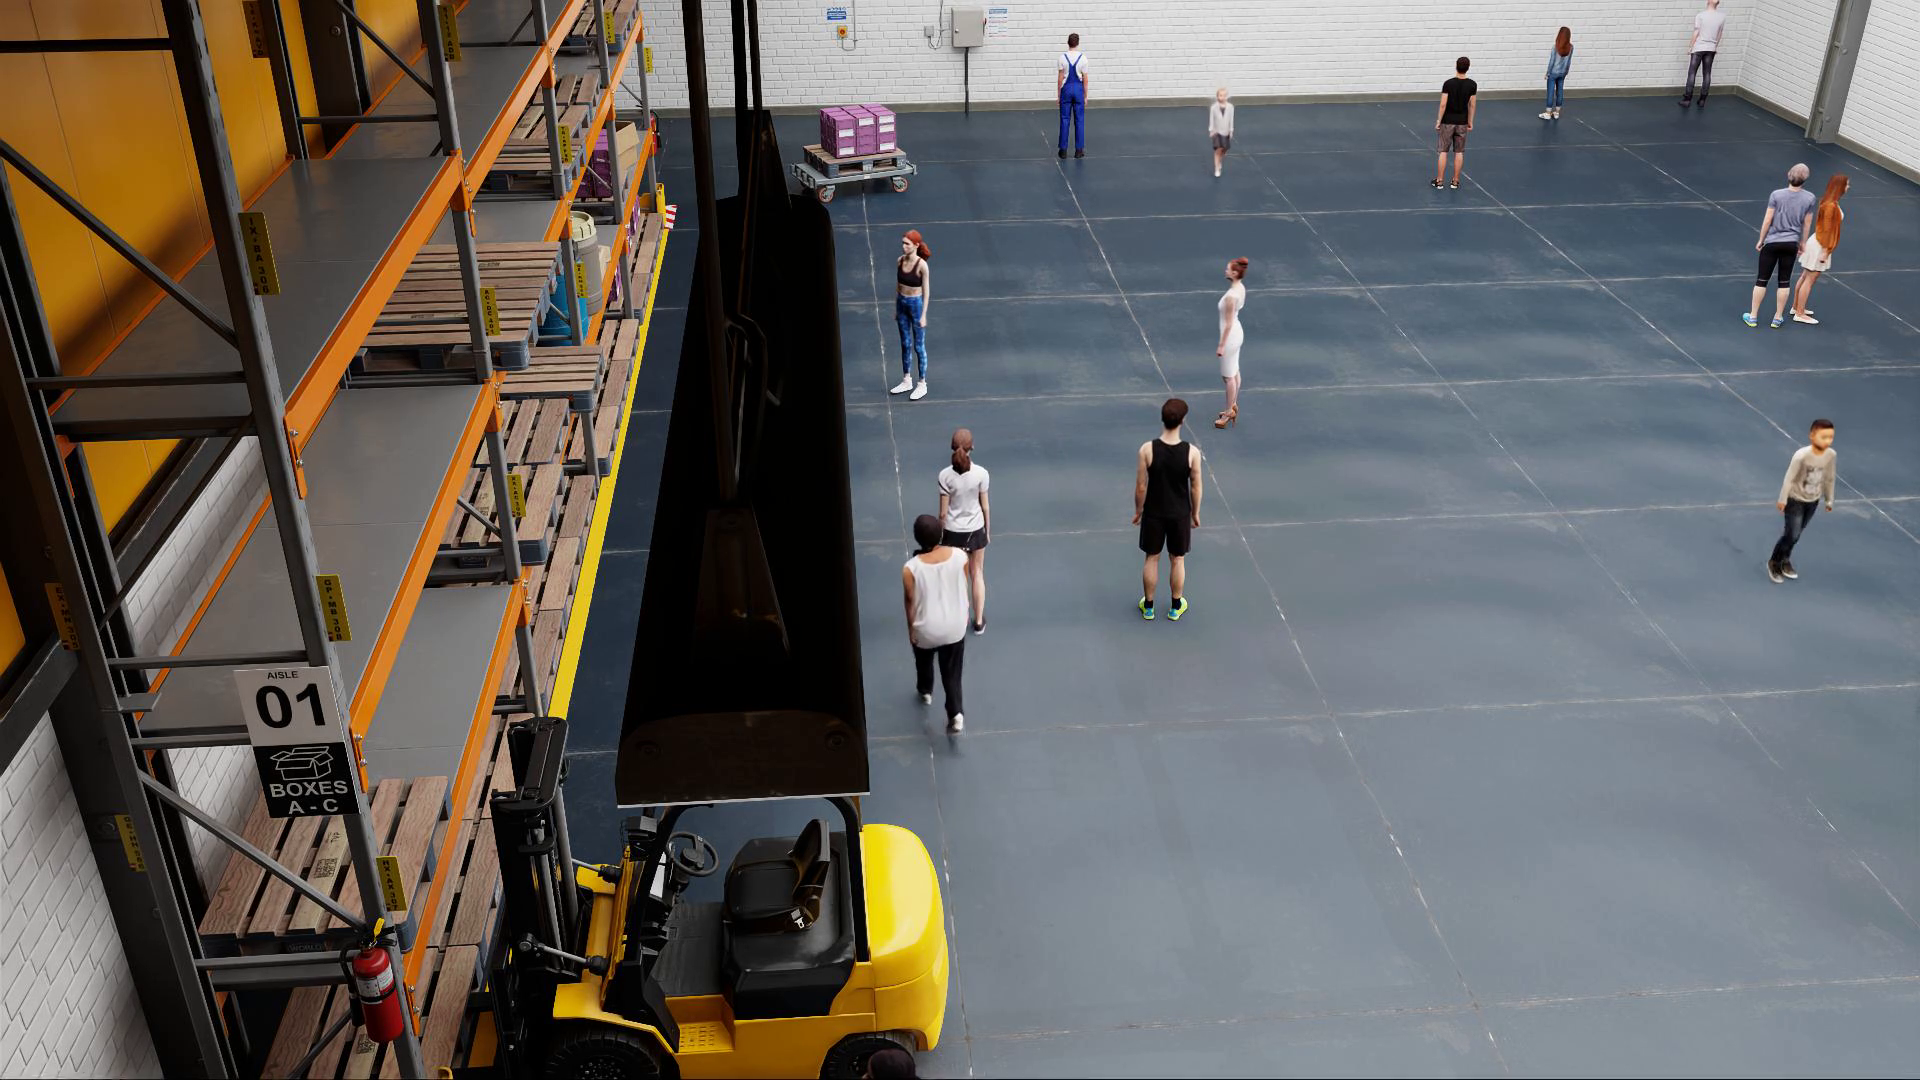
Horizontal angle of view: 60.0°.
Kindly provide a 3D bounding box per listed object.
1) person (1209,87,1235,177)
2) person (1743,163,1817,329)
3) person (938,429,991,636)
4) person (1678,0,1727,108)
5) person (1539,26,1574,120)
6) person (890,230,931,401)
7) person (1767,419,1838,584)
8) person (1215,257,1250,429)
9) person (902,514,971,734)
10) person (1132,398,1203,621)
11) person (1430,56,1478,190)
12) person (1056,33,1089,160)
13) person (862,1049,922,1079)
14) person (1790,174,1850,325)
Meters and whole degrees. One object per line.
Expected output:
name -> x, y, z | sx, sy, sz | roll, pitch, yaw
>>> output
person -> 3.849, -6.034, 24.519 | 0.547, 1.258, 0.822 | 0, 29, 0
person -> 9.353, -3.354, 18.950 | 0.741, 1.887, 0.697 | 8, 30, 14
person -> 0.020, -0.049, 13.035 | 0.576, 1.750, 0.530 | -4, 29, -7
person -> 12.499, -8.230, 27.946 | 0.653, 1.832, 0.579 | -1, 29, -2
person -> 9.800, -7.663, 27.279 | 0.613, 1.476, 0.559 | -8, 30, -15
person -> -0.500, -2.336, 17.191 | 0.688, 1.785, 0.746 | 21, 35, 33
person -> 7.018, -0.372, 13.936 | 0.600, 1.453, 0.582 | -8, 30, -14
person -> 2.696, -1.964, 16.502 | 0.701, 1.791, 0.571 | 11, 31, 20
person -> -0.150, 0.611, 11.919 | 0.755, 1.659, 1.102 | -6, 29, -10
person -> 1.640, -0.228, 13.217 | 0.735, 1.890, 0.637 | 3, 29, 6
person -> 7.061, -5.968, 23.769 | 0.709, 1.861, 0.599 | 1, 29, 1
person -> 1.689, -6.733, 25.184 | 0.663, 1.849, 0.611 | 2, 29, 3
person -> -0.281, 2.954, 7.518 | 0.734, 1.760, 0.569 | -5, 29, -9
person -> 9.891, -3.376, 19.161 | 0.743, 1.722, 0.621 | 8, 30, 14
